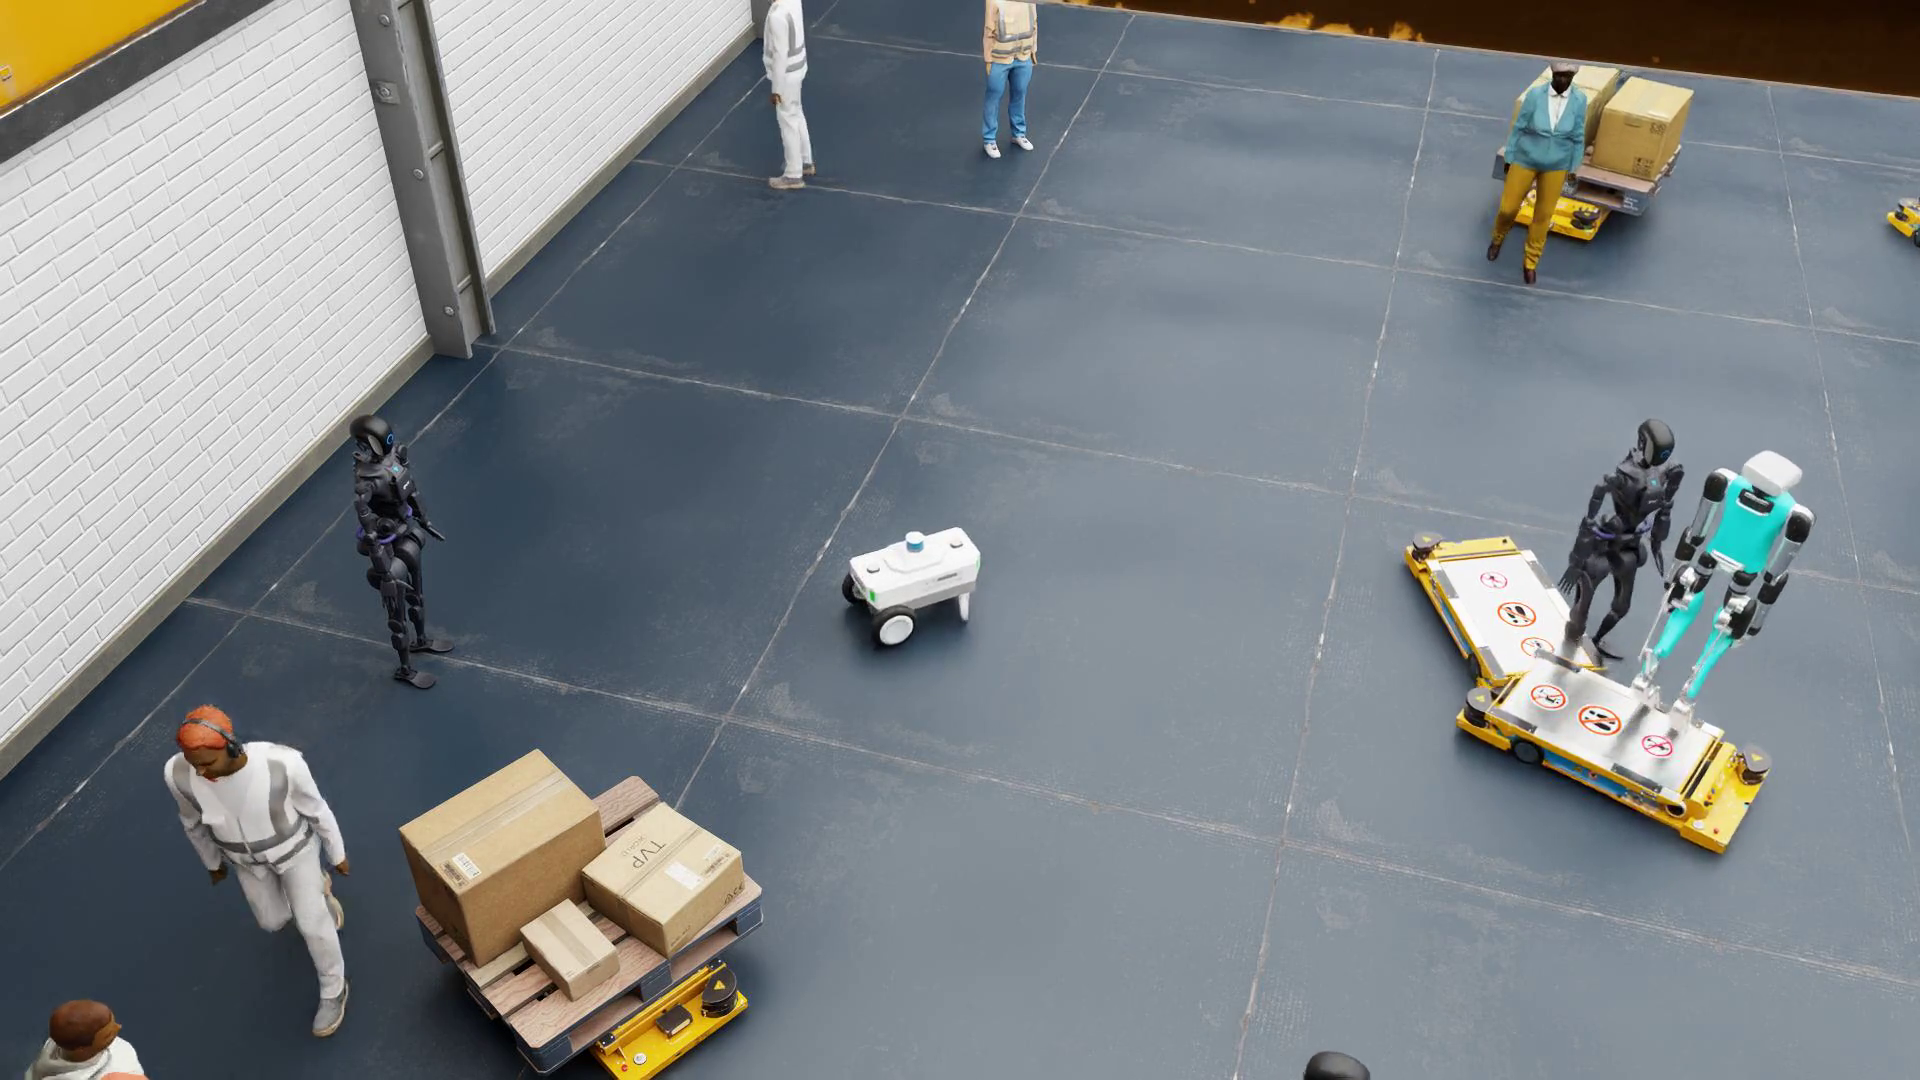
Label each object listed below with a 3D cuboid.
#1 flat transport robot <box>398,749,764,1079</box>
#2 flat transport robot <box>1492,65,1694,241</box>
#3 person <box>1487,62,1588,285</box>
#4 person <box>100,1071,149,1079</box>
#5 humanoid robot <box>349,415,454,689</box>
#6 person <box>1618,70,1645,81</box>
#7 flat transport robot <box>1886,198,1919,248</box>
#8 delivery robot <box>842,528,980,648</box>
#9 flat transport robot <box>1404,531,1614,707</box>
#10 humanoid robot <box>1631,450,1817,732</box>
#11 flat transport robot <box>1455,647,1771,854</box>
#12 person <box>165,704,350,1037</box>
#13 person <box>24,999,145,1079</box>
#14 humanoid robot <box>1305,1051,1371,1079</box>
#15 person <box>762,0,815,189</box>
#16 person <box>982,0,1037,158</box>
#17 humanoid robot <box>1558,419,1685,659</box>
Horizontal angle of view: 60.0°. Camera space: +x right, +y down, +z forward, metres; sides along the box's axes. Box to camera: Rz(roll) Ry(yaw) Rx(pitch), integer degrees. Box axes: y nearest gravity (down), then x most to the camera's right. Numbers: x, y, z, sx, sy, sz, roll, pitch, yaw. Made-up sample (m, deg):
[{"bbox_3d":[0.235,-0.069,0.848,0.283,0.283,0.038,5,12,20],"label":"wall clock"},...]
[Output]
[{"bbox_3d":[-1.679,1.866,7.684,0.659,0.231,1.431,-31,48,-32],"label":"flat transport robot"},{"bbox_3d":[5.064,-2.887,13.595,0.659,0.231,1.431,23,44,26],"label":"flat transport robot"},{"bbox_3d":[4.279,-2.743,12.235,0.538,1.747,0.441,7,39,8],"label":"person"},{"bbox_3d":[-2.569,2.437,5.647,0.542,1.933,0.366,-15,41,-18],"label":"person"},{"bbox_3d":[-2.980,0.031,8.831,0.315,1.657,0.599,6,39,8],"label":"humanoid robot"},{"bbox_3d":[6.224,-5.051,15.040,0.449,1.829,0.582,19,43,22],"label":"person"},{"bbox_3d":[7.894,-2.240,12.791,0.659,0.231,1.431,-9,40,-11],"label":"flat transport robot"},{"bbox_3d":[-0.280,0.236,9.493,0.779,0.608,0.522,-17,42,-20],"label":"delivery robot"},{"bbox_3d":[3.098,0.450,9.445,0.659,0.231,1.431,-5,39,-7],"label":"flat transport robot"},{"bbox_3d":[3.699,0.421,8.330,0.555,1.811,0.715,32,48,33],"label":"humanoid robot"},{"bbox_3d":[3.404,1.054,8.693,1.431,0.231,0.659,27,46,29],"label":"flat transport robot"},{"bbox_3d":[-2.940,1.289,7.135,0.612,1.859,0.655,-1,39,-2],"label":"person"},{"bbox_3d":[-3.102,2.246,6.032,0.572,1.742,0.540,-22,44,-25],"label":"person"},{"bbox_3d":[1.383,2.354,5.960,0.474,1.644,0.611,8,40,10],"label":"humanoid robot"},{"bbox_3d":[-1.406,-3.742,13.372,0.348,1.882,0.588,6,39,7],"label":"person"},{"bbox_3d":[0.412,-4.047,13.882,0.487,1.720,0.379,-17,42,-20],"label":"person"},{"bbox_3d":[3.475,0.047,8.815,0.591,1.646,0.331,-11,40,-14],"label":"humanoid robot"}]
